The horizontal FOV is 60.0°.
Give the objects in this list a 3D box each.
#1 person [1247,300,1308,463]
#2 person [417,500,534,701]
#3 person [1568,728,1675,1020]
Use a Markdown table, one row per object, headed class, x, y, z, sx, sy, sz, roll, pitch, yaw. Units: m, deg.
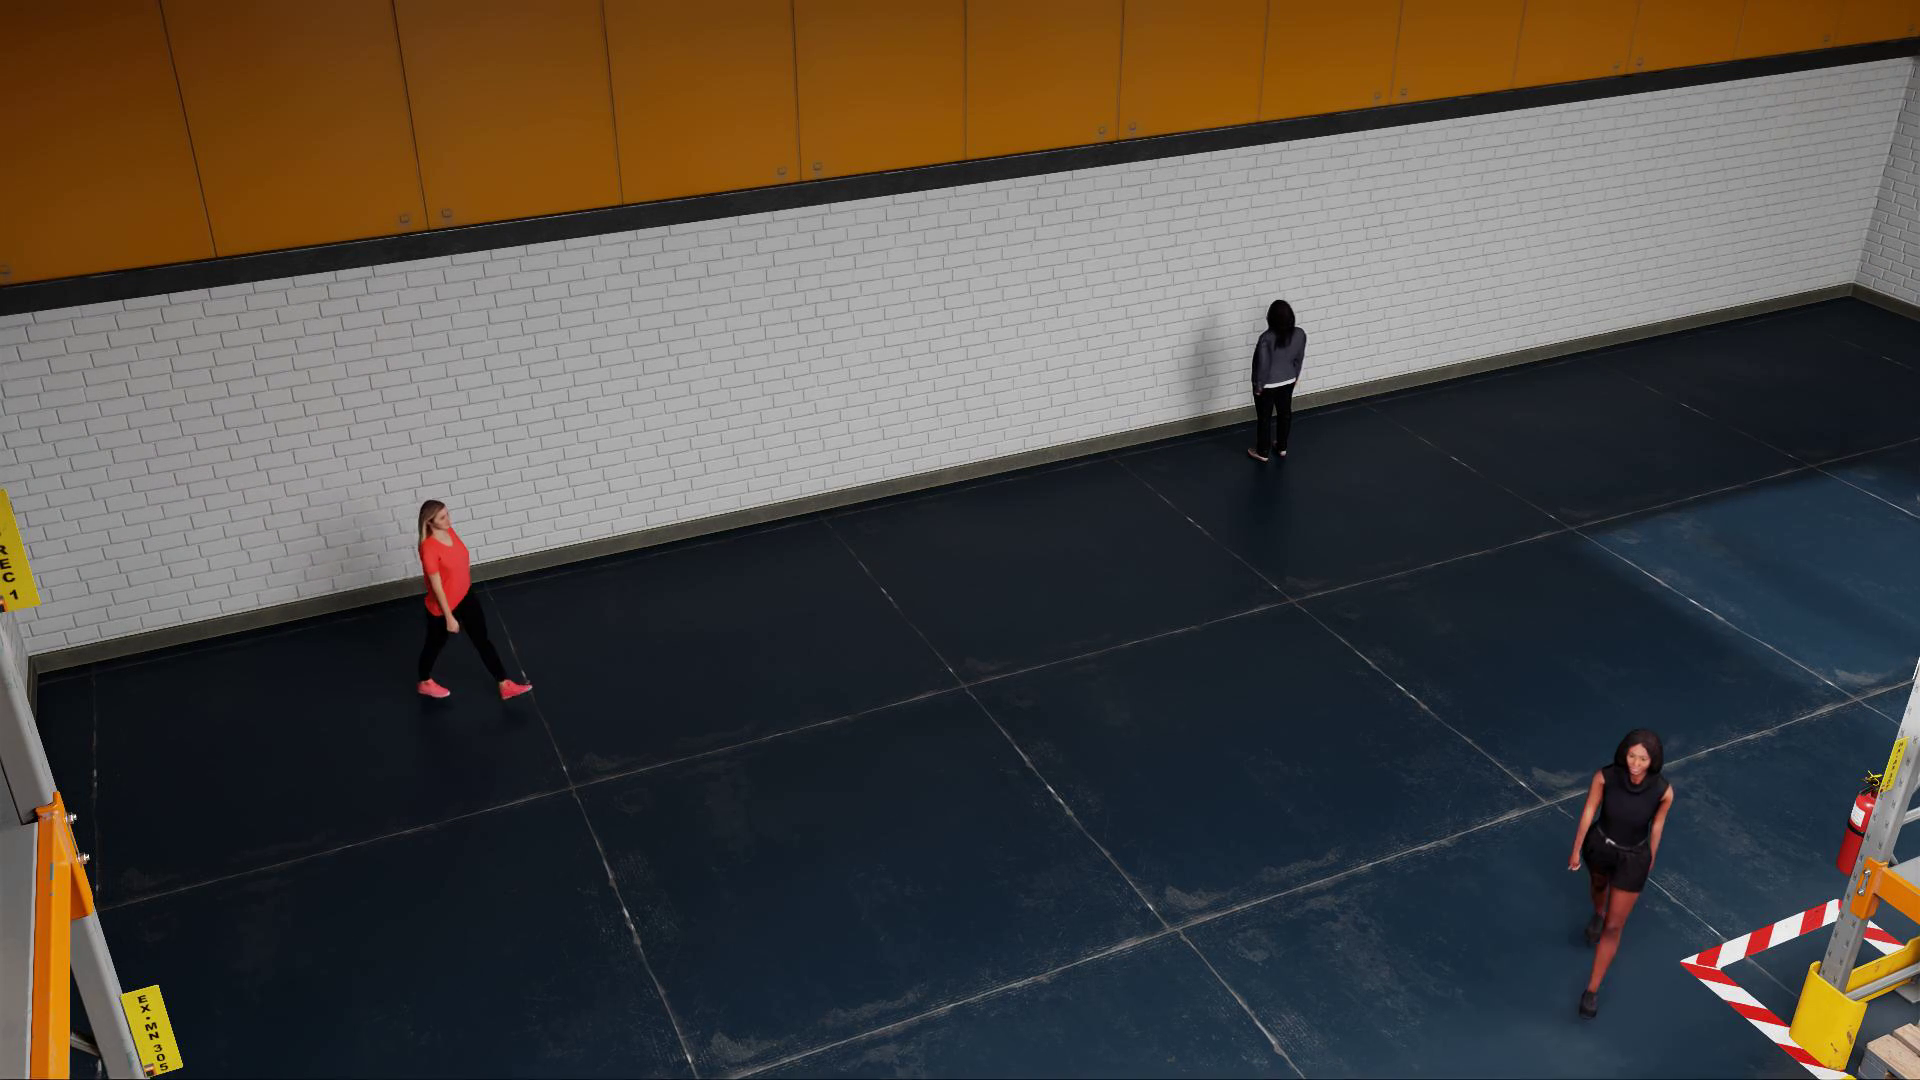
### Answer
| class | x | y | z | sx | sy | sz | roll | pitch | yaw |
| --- | --- | --- | --- | --- | --- | --- | --- | --- | --- |
| person | 2.994 | -1.519 | 15.783 | 0.662 | 1.603 | 0.637 | -11 | 31 | -20 |
| person | -3.789 | 0.483 | 12.070 | 1.120 | 1.644 | 1.143 | 6 | 29 | 11 |
| person | 3.791 | 1.798 | 9.615 | 1.204 | 1.685 | 1.160 | 14 | 32 | 24 |
